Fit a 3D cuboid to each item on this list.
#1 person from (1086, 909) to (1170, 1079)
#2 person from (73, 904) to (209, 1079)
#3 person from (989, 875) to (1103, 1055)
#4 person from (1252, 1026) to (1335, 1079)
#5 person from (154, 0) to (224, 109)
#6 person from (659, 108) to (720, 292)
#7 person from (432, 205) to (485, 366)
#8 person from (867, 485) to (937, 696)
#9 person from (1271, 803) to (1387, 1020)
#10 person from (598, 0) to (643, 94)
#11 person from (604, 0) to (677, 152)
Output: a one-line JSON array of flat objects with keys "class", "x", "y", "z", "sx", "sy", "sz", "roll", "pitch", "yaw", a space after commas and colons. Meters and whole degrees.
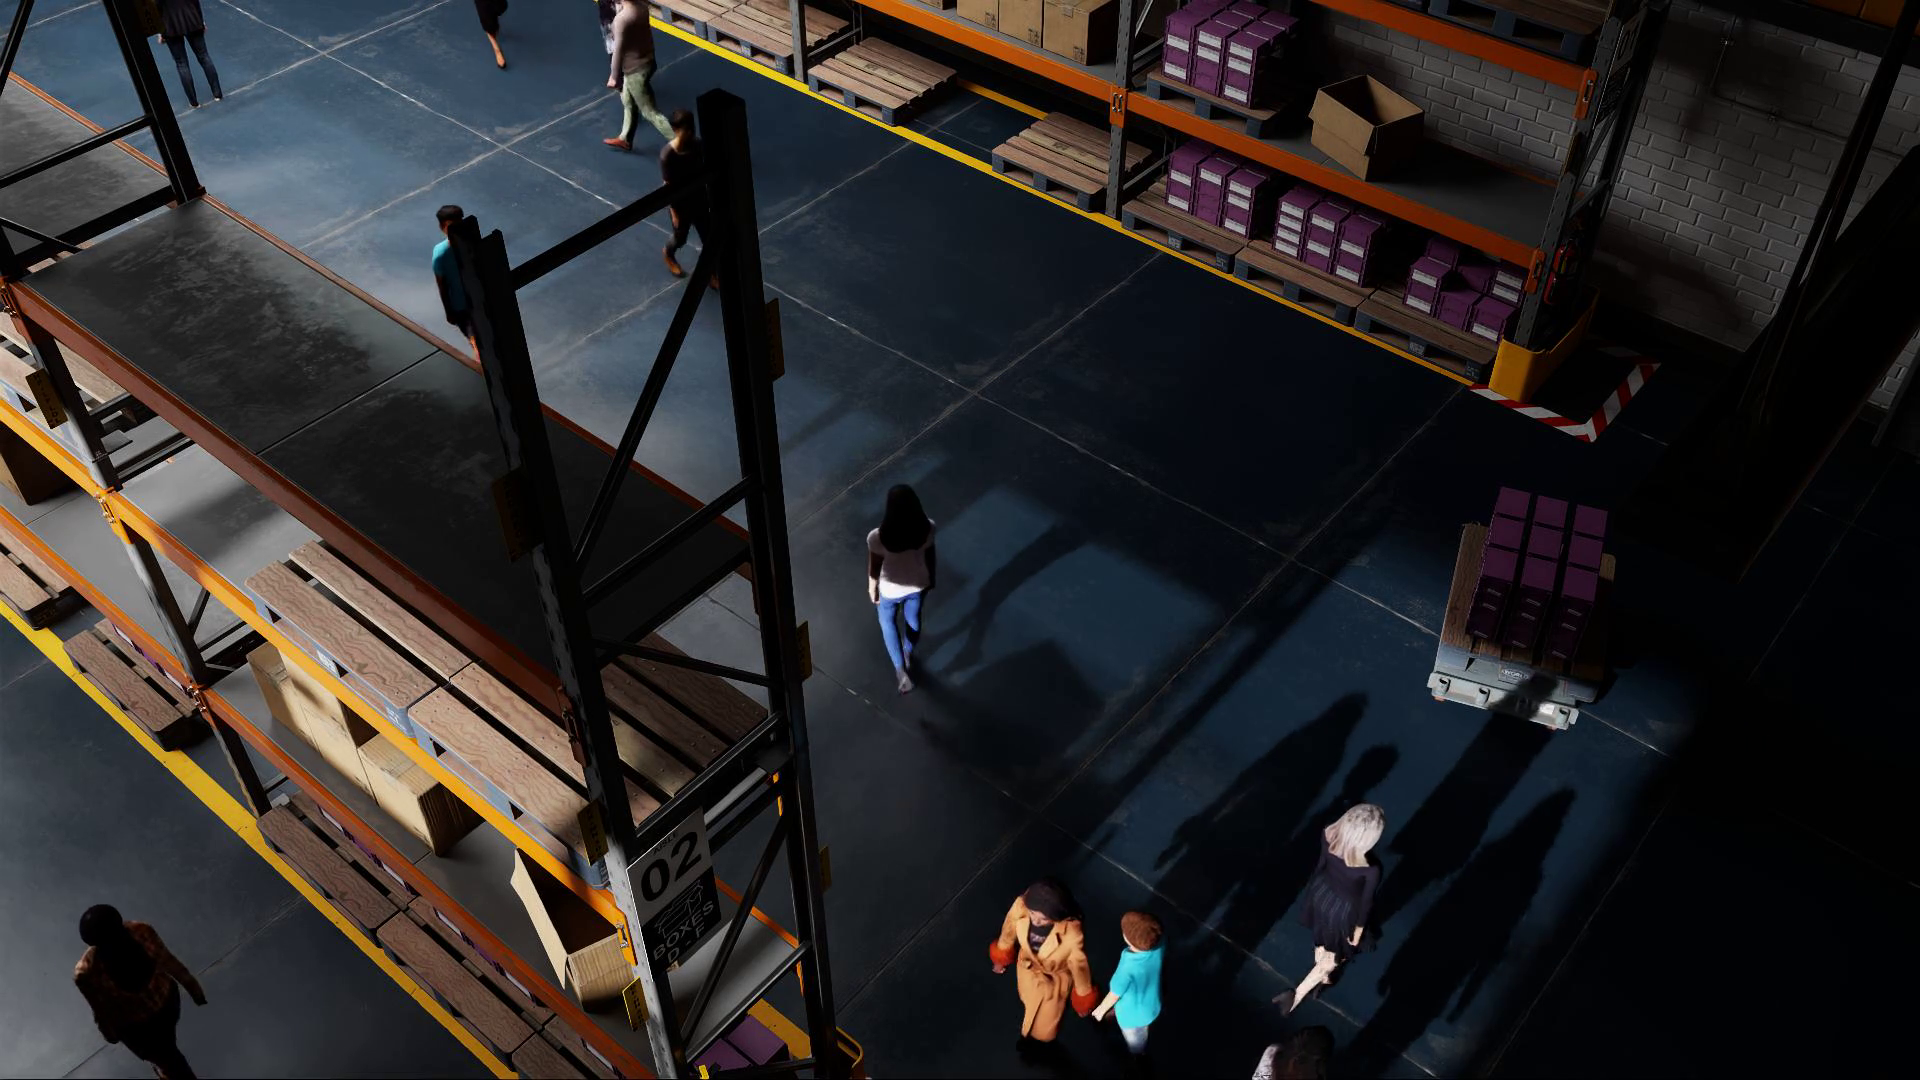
[{"class": "person", "x": 0.983, "y": 2.441, "z": 8.673, "sx": 0.873, "sy": 1.420, "sz": 0.554, "roll": 32, "pitch": 52, "yaw": 29}, {"class": "person", "x": -4.201, "y": 2.382, "z": 8.495, "sx": 1.035, "sy": 1.751, "sz": 0.706, "roll": 23, "pitch": 48, "yaw": 22}, {"class": "person", "x": 0.497, "y": 2.231, "z": 8.682, "sx": 0.649, "sy": 1.711, "sz": 0.858, "roll": 32, "pitch": 52, "yaw": 29}, {"class": "person", "x": 1.485, "y": 2.886, "z": 7.993, "sx": 0.809, "sy": 1.713, "sz": 0.779, "roll": -20, "pitch": 47, "yaw": -20}, {"class": "person", "x": -7.739, "y": -5.050, "z": 16.446, "sx": 0.765, "sy": 1.779, "sz": 0.631, "roll": -31, "pitch": 52, "yaw": -29}, {"class": "person", "x": -2.352, "y": -2.888, "z": 14.066, "sx": 0.702, "sy": 1.696, "sz": 1.072, "roll": -32, "pitch": 52, "yaw": -29}, {"class": "person", "x": -3.843, "y": -1.884, "z": 12.977, "sx": 0.705, "sy": 1.746, "sz": 0.945, "roll": -32, "pitch": 52, "yaw": -29}, {"class": "person", "x": -0.339, "y": 0.363, "z": 10.675, "sx": 0.882, "sy": 1.667, "sz": 0.997, "roll": -11, "pitch": 45, "yaw": -11}, {"class": "person", "x": 1.968, "y": 2.013, "z": 8.895, "sx": 0.745, "sy": 1.733, "sz": 0.830, "roll": -28, "pitch": 50, "yaw": -26}, {"class": "person", "x": -3.295, "y": -5.010, "z": 16.375, "sx": 1.074, "sy": 1.585, "sz": 1.099, "roll": 4, "pitch": 44, "yaw": 4}, {"class": "person", "x": -2.916, "y": -4.332, "z": 15.472, "sx": 1.341, "sy": 1.848, "sz": 1.055, "roll": 10, "pitch": 45, "yaw": 10}]
